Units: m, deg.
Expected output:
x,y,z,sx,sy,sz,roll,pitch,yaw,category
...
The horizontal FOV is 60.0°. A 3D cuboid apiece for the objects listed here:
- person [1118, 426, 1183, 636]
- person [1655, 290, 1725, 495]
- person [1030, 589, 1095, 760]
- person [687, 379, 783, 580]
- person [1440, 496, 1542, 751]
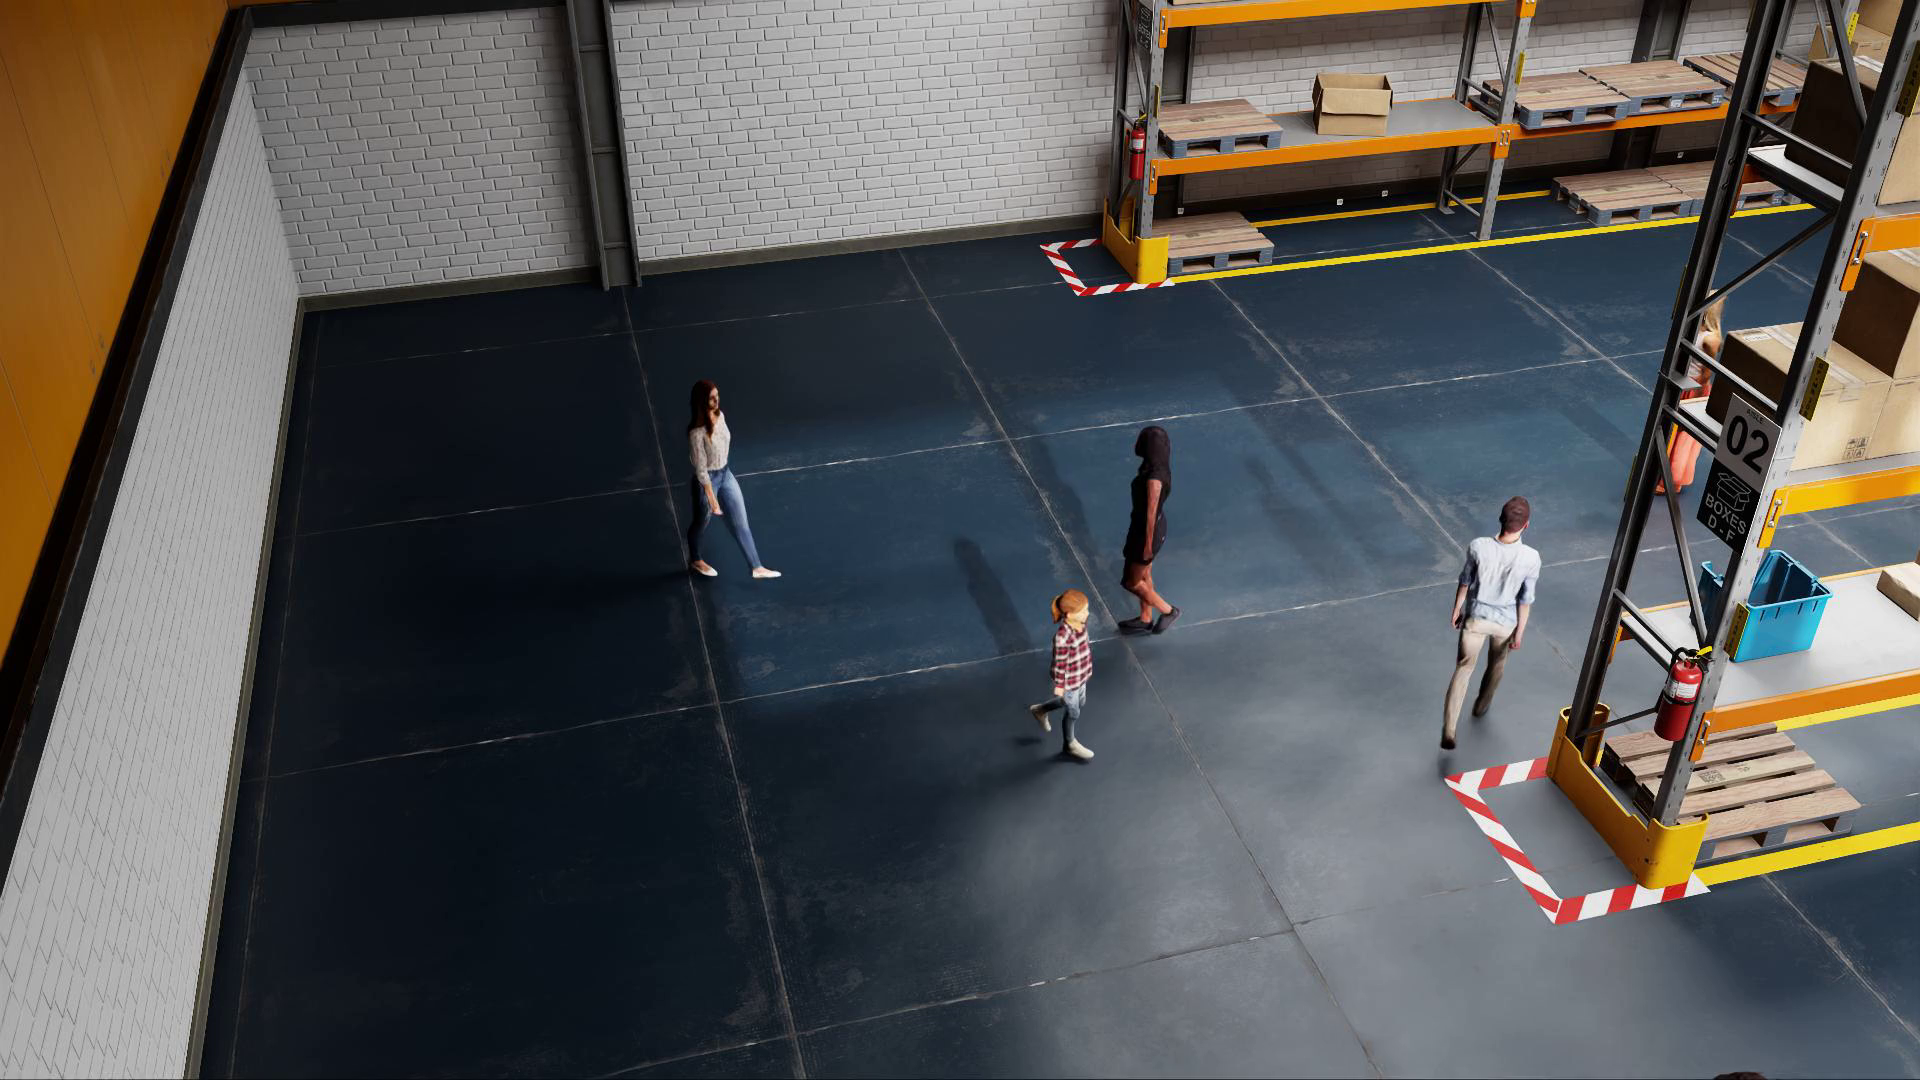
x,y,z,sx,sy,sz,roll,pitch,yaw,category
1.415,-0.020,11.836,0.773,1.725,0.705,1,34,2,person
5.936,-1.203,13.546,0.641,1.802,0.677,-2,34,-3,person
0.664,0.856,10.906,0.828,1.296,0.768,18,37,24,person
-1.939,-0.440,12.492,1.068,1.697,1.015,19,38,26,person
3.440,0.571,10.859,1.147,1.821,1.176,16,37,22,person
